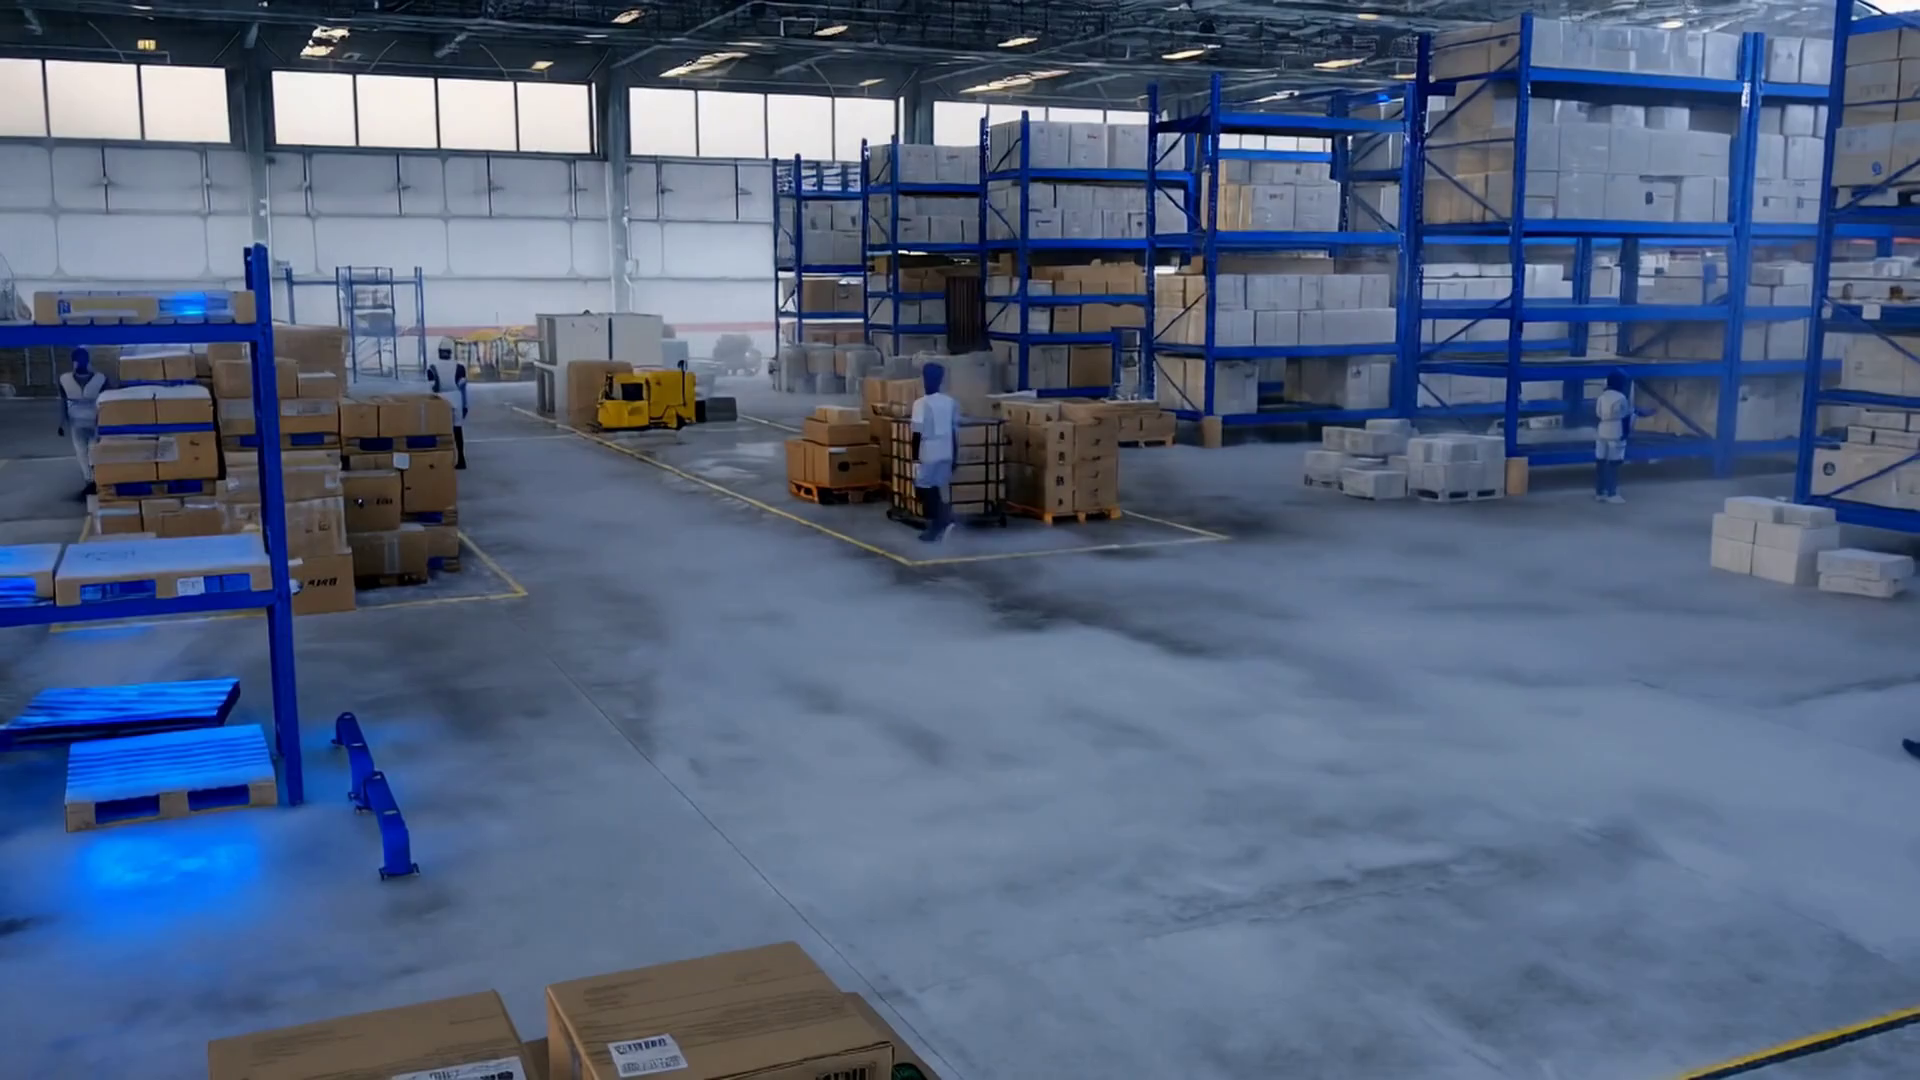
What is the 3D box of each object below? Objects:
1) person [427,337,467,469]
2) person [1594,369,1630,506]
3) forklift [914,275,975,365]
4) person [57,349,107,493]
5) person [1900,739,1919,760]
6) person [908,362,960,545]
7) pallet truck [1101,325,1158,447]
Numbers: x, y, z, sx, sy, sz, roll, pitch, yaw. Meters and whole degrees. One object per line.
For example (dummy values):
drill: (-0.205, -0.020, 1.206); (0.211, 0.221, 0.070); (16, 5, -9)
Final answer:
person: (-7.511, -1.994, 24.381); (0.551, 1.935, 0.371); (-4, 10, -22)
person: (8.119, -1.277, 20.669); (0.315, 1.695, 0.541); (-3, 10, -17)
forklift: (-0.010, -4.470, 36.822); (1.873, 2.768, 1.129); (-4, 10, -25)
person: (-11.611, -1.596, 22.069); (0.596, 1.895, 0.877); (-3, 10, -20)
person: (5.900, 0.456, 9.353); (0.565, 1.891, 0.985); (-8, 12, -39)
person: (-0.242, -0.885, 17.458); (0.635, 1.950, 0.589); (-8, 12, -42)
pallet truck: (2.881, -2.596, 27.923); (0.823, 1.965, 1.885); (-1, 9, -7)
